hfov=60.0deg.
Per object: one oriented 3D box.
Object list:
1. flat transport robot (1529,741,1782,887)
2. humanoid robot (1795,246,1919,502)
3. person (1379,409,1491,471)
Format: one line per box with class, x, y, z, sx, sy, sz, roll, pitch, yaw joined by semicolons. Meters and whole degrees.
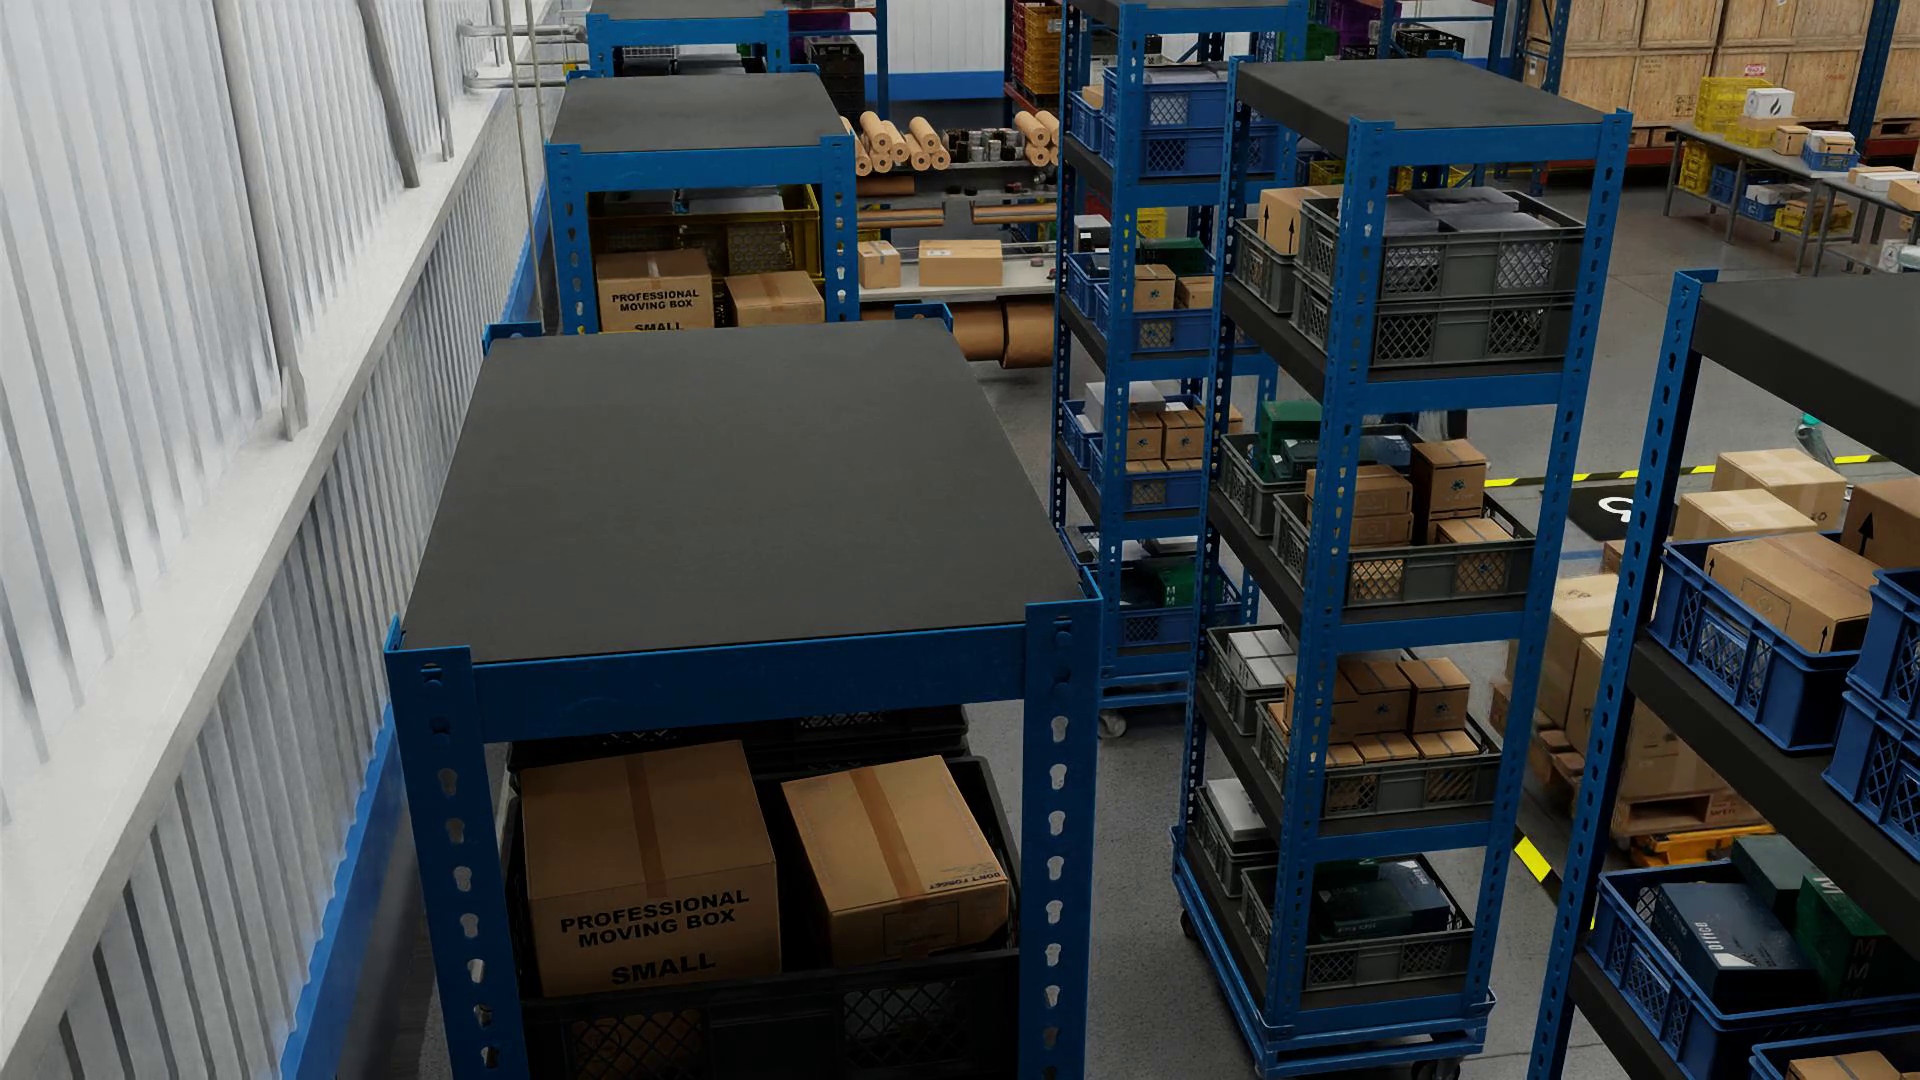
flat transport robot;3.242;1.138;7.791;0.652;0.197;1.431;-4;25;-8
humanoid robot;5.775;-1.101;10.778;0.735;1.675;0.533;14;28;27
person;3.204;-1.278;11.236;0.943;1.808;0.602;-6;25;-13
